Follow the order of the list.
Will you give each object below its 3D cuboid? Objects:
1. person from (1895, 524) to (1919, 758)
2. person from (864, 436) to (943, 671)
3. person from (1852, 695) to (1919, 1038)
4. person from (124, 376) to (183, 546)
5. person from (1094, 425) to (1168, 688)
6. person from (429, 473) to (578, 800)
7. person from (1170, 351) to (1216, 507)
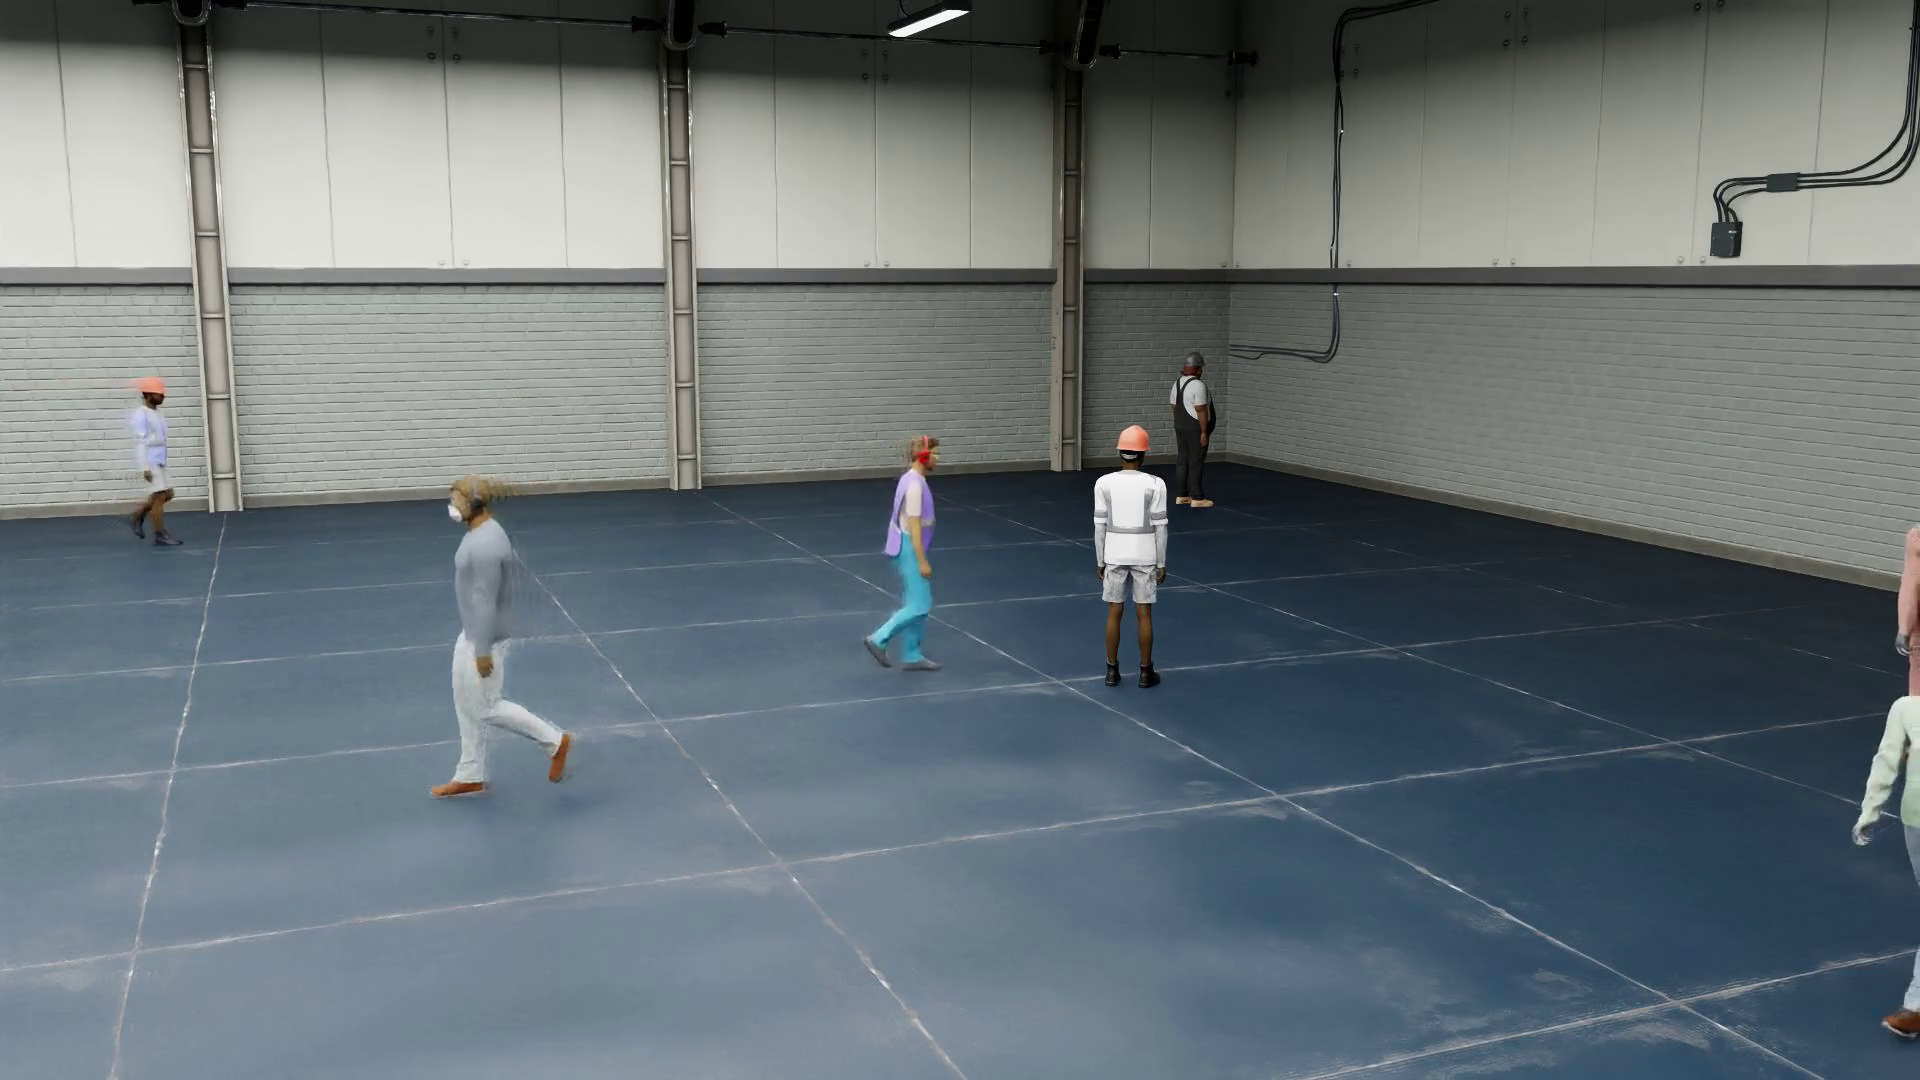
[{"bbox_3d":[6.041,0.508,10.099,0.665,1.865,0.905,3,10,18],"label":"person"},{"bbox_3d":[-0.407,0.120,12.642,0.538,1.821,0.579,0,9,0],"label":"person"},{"bbox_3d":[3.965,1.179,6.748,0.879,1.582,0.510,-6,11,-33],"label":"person"},{"bbox_3d":[-9.084,-0.875,18.609,0.585,1.926,0.552,0,9,-1],"label":"person"},{"bbox_3d":[1.260,0.127,12.241,0.545,1.938,0.361,3,9,16],"label":"person"},{"bbox_3d":[-2.675,0.559,9.605,0.767,1.916,0.638,-3,10,-20],"label":"person"},{"bbox_3d":[3.101,-1.462,21.896,0.537,2.000,0.679,-4,10,-26],"label":"person"}]
